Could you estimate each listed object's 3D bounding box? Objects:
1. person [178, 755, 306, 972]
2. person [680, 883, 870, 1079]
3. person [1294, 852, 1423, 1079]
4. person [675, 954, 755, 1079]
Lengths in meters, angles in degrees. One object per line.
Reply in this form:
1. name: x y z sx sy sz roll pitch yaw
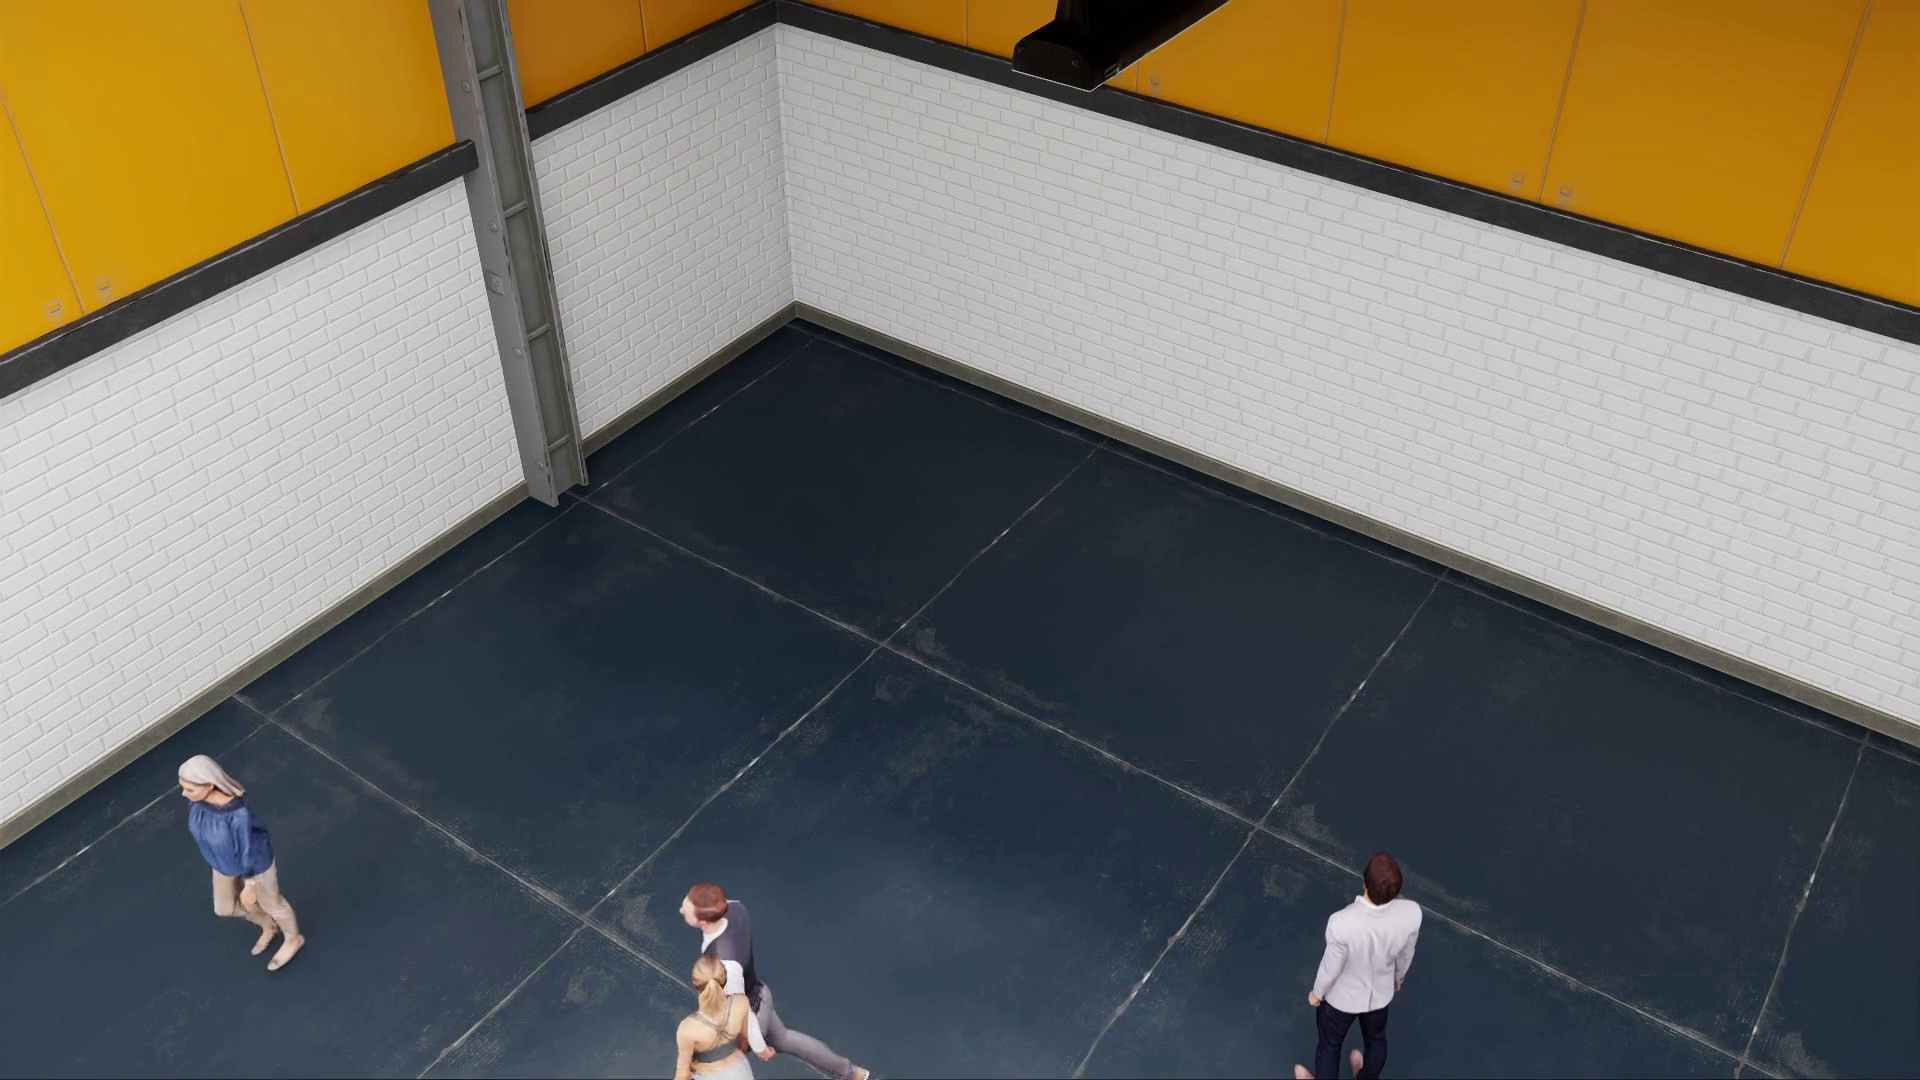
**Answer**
1. person: -3.944 1.750 9.336 0.643 1.687 0.622 18 42 22
2. person: -0.993 2.385 8.380 1.190 1.887 1.260 1 39 1
3. person: 2.047 2.283 8.537 0.745 1.851 0.816 -8 39 -10
4. person: -1.126 2.727 8.120 0.658 1.677 0.758 -26 45 -28
